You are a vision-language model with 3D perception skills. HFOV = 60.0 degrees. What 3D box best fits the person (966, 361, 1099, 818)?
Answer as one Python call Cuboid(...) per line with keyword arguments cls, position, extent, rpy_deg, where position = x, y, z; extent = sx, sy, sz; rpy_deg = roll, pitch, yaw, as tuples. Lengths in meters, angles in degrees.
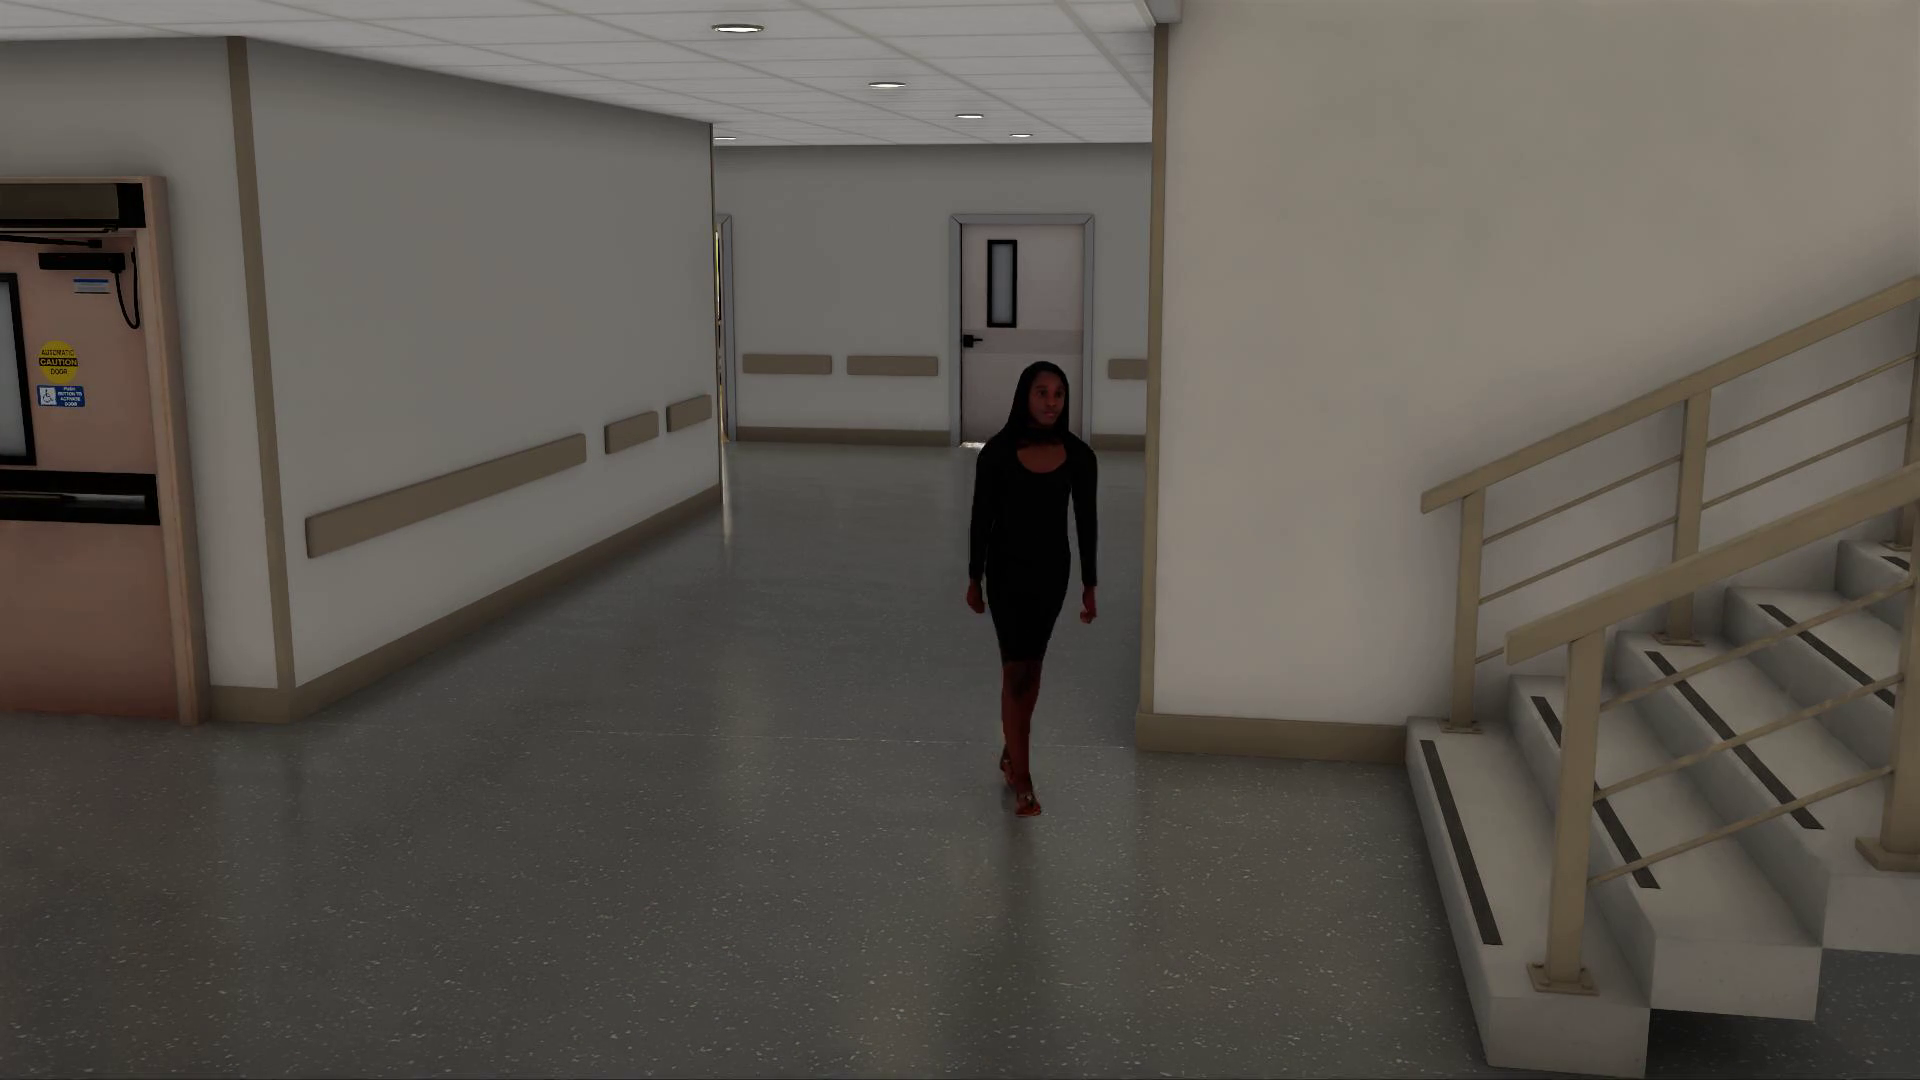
Cuboid(cls="person", position=(0.238, 0.167, 6.444), extent=(1.029, 1.687, 0.939), rpy_deg=(-2, 11, -12))
